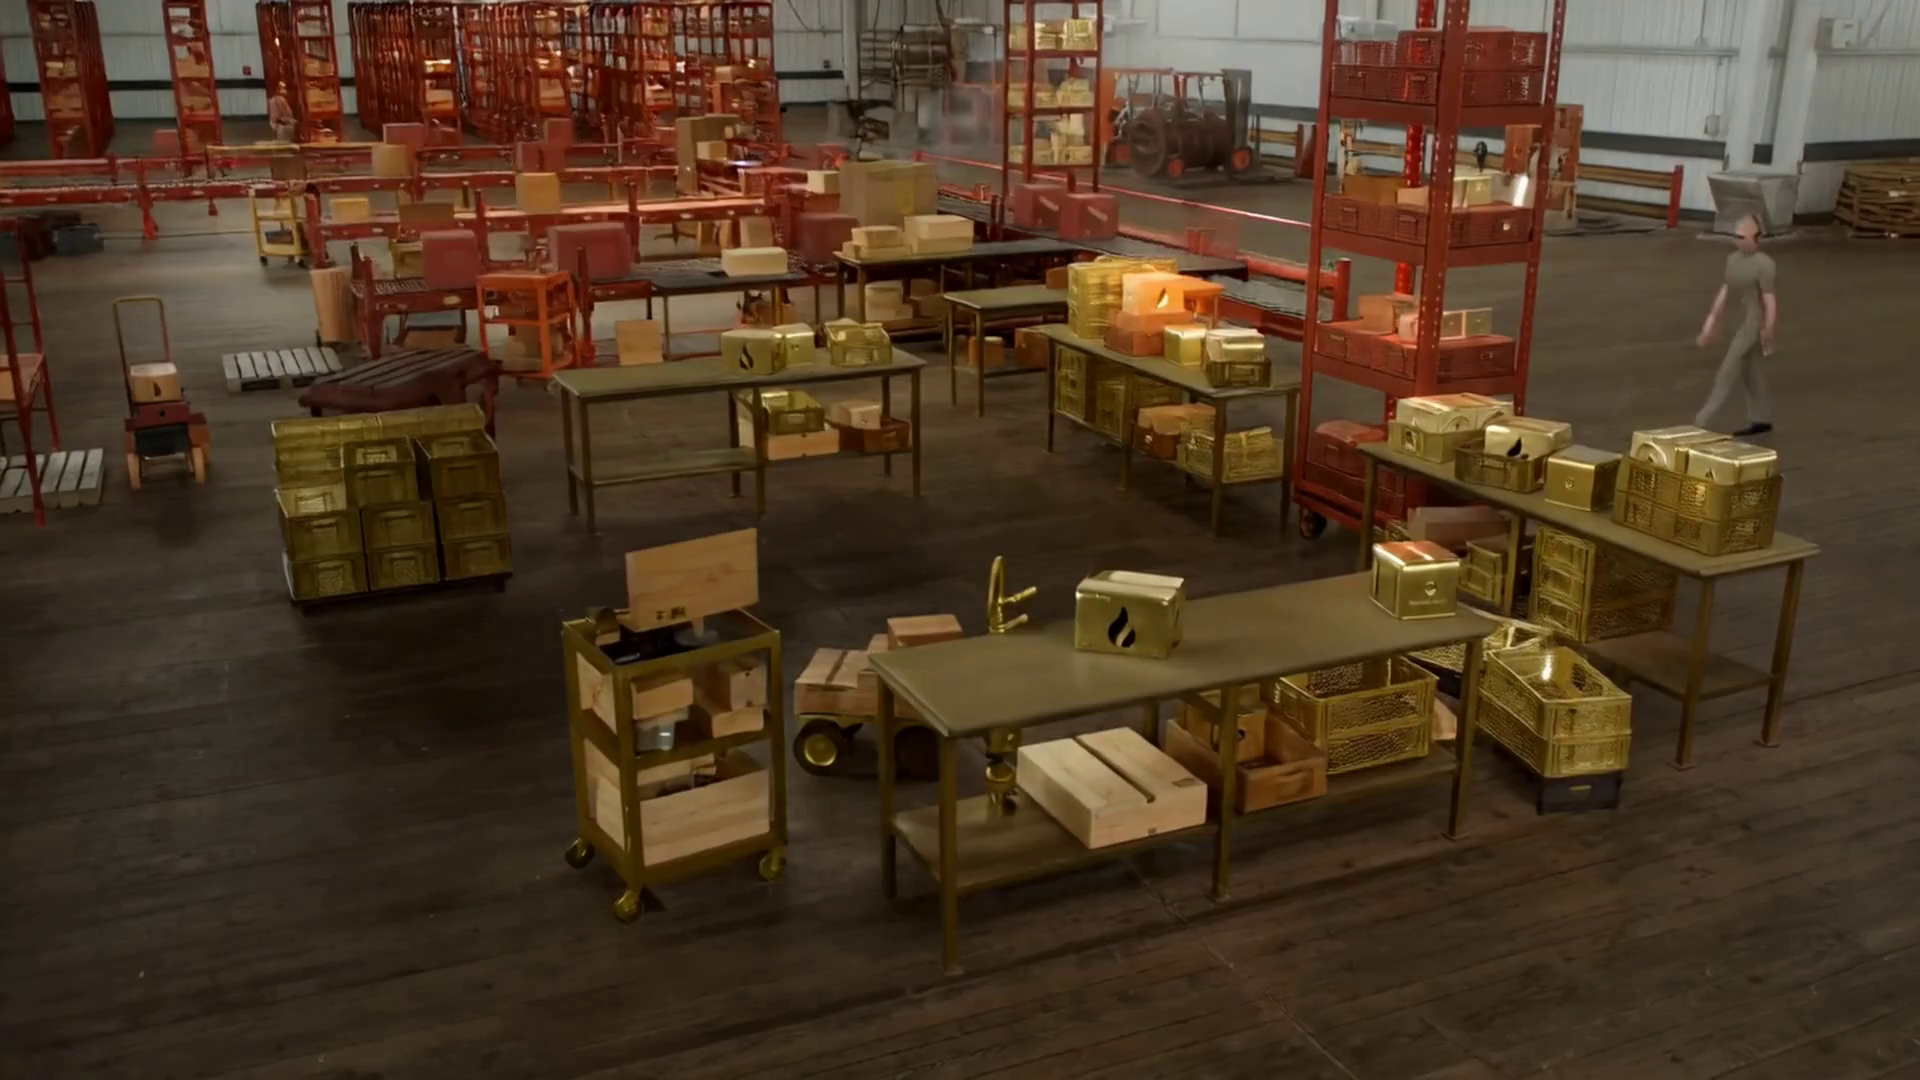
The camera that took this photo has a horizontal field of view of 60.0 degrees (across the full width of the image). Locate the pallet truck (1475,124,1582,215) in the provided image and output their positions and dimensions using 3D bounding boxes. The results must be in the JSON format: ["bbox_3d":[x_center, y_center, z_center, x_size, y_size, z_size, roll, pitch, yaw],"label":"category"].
[{"bbox_3d":[9.707,-6.455,28.103,1.885,1.965,0.823,-7,19,-20],"label":"pallet truck"}]

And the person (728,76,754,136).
[{"bbox_3d":[-4.929,-9.421,37.448,0.611,1.996,0.378,3,18,10],"label":"person"}]

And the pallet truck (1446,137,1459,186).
[{"bbox_3d":[9.184,-6.485,29.328,1.630,1.274,0.653,-8,19,-23],"label":"pallet truck"}]

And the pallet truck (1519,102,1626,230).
[{"bbox_3d":[9.972,-6.037,26.785,1.885,1.965,0.823,-9,20,-25],"label":"pallet truck"}]

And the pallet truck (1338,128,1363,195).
[{"bbox_3d":[7.845,-7.140,31.411,1.522,1.261,0.704,-9,20,-25],"label":"pallet truck"}]

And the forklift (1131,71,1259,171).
[{"bbox_3d":[4.998,-8.936,35.413,2.680,1.987,1.157,-9,20,-25],"label":"forklift"}]

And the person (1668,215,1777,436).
[{"bbox_3d":[6.245,-1.696,13.407,0.990,1.814,0.505,-3,18,-10],"label":"person"}]

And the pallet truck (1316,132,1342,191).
[{"bbox_3d":[7.723,-7.504,32.656,1.601,1.201,0.680,-8,19,-23],"label":"pallet truck"}]

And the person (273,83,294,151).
[{"bbox_3d":[-15.393,-9.483,37.915,0.404,1.828,0.591,-1,18,-4],"label":"person"}]

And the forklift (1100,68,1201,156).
[{"bbox_3d":[4.082,-9.564,37.410,2.680,1.987,1.157,-8,19,-23],"label":"forklift"}]
